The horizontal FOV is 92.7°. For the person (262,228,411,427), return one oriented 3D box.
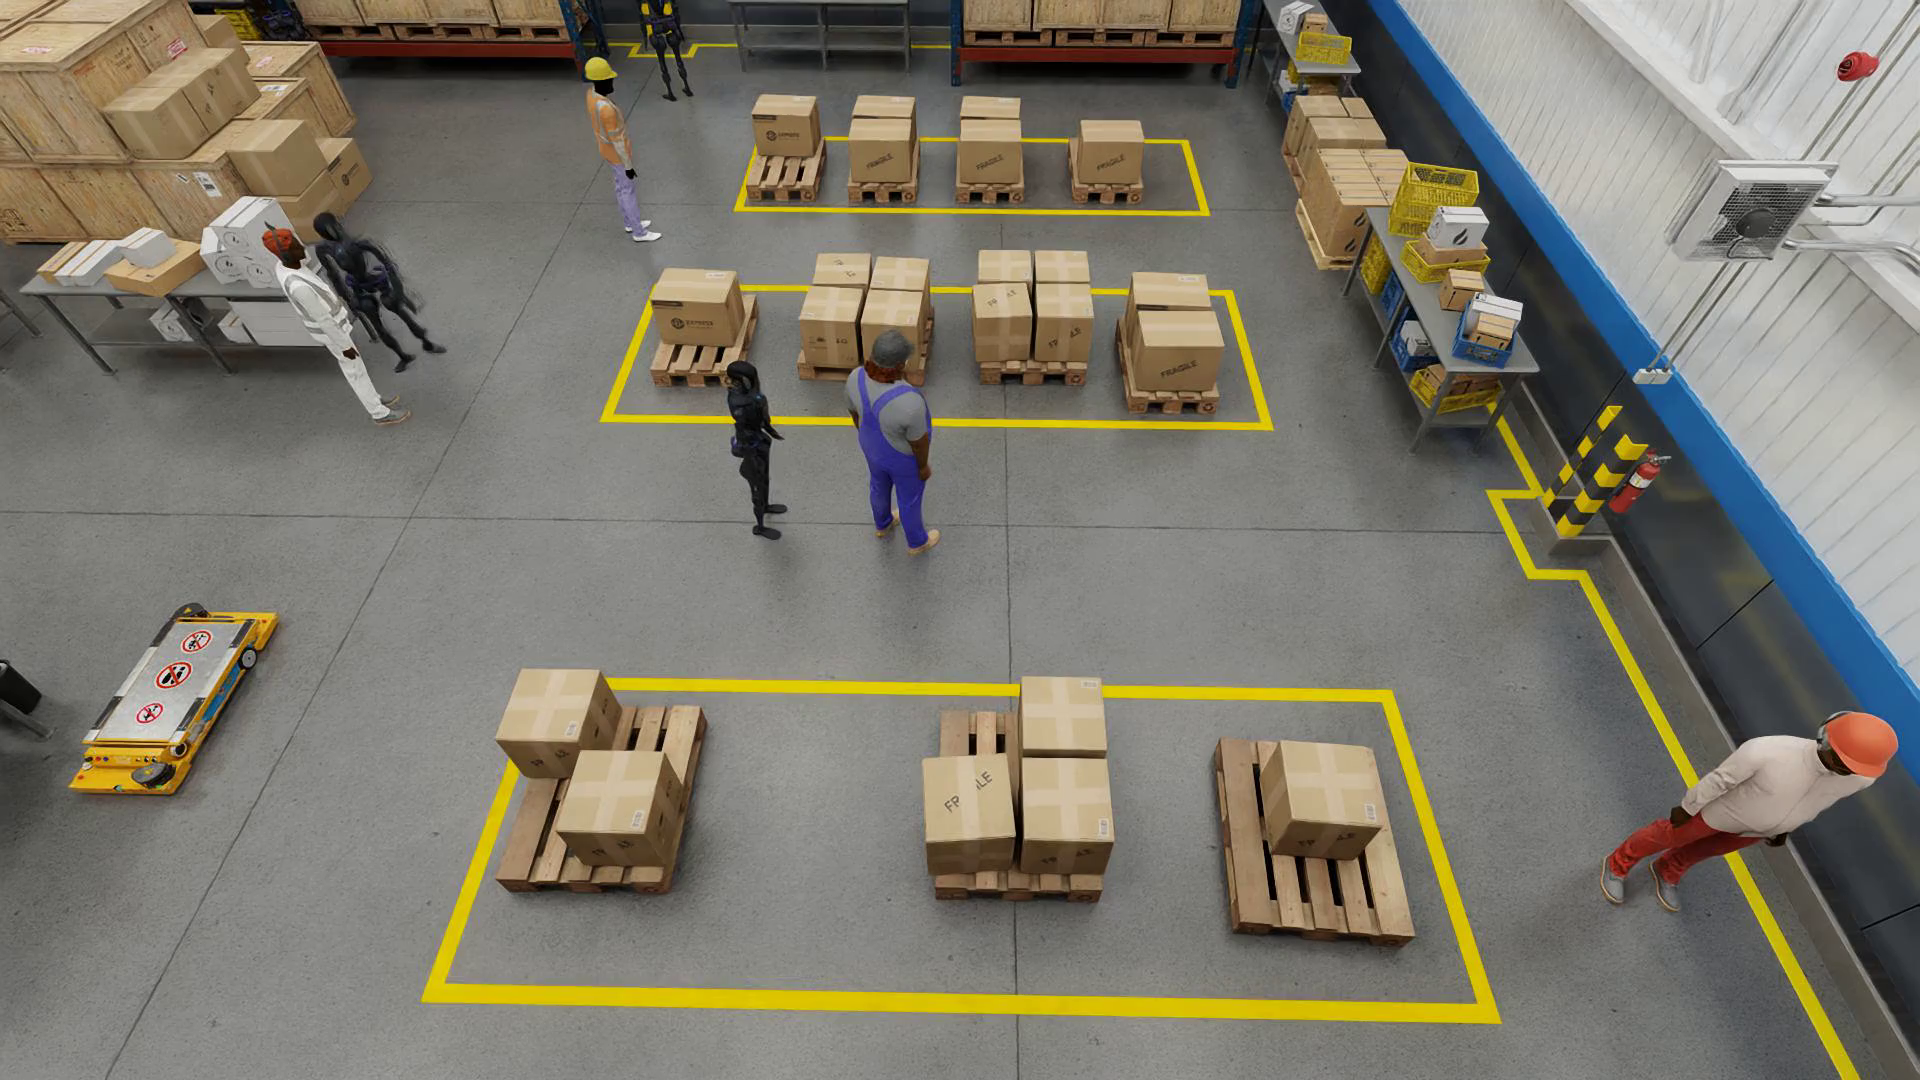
[{"bbox_3d":[-5.335,-1.786,7.819,0.343,1.882,0.586,-32,57,-24],"label":"person"}]

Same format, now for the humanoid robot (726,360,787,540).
[{"bbox_3d":[-1.556,-0.705,7.031,0.326,1.657,0.593,4,50,3],"label":"humanoid robot"}]

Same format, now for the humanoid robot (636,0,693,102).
[{"bbox_3d":[-3.930,-6.731,12.135,0.568,1.650,0.318,-30,56,-23],"label":"humanoid robot"}]

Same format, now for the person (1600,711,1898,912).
[{"bbox_3d":[4.233,1.492,4.975,0.609,1.995,0.376,8,50,7],"label":"person"}]

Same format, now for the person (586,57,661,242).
[{"bbox_3d":[-3.628,-4.137,9.782,0.379,1.924,0.592,-25,54,-20],"label":"person"}]

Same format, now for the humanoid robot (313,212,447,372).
[{"bbox_3d":[-5.327,-2.270,8.379,0.619,1.644,0.541,-10,51,-9],"label":"humanoid robot"}]

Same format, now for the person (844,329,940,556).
[{"bbox_3d":[-0.457,-0.718,6.815,0.678,2.000,0.537,32,57,24],"label":"person"}]

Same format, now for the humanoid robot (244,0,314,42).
[{"bbox_3d":[-9.028,-6.829,12.214,0.607,1.657,0.315,-32,57,-24],"label":"humanoid robot"}]

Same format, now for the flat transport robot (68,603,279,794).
[{"bbox_3d":[-5.504,1.072,6.442,0.652,0.197,1.431,1,50,1],"label":"flat transport robot"}]
